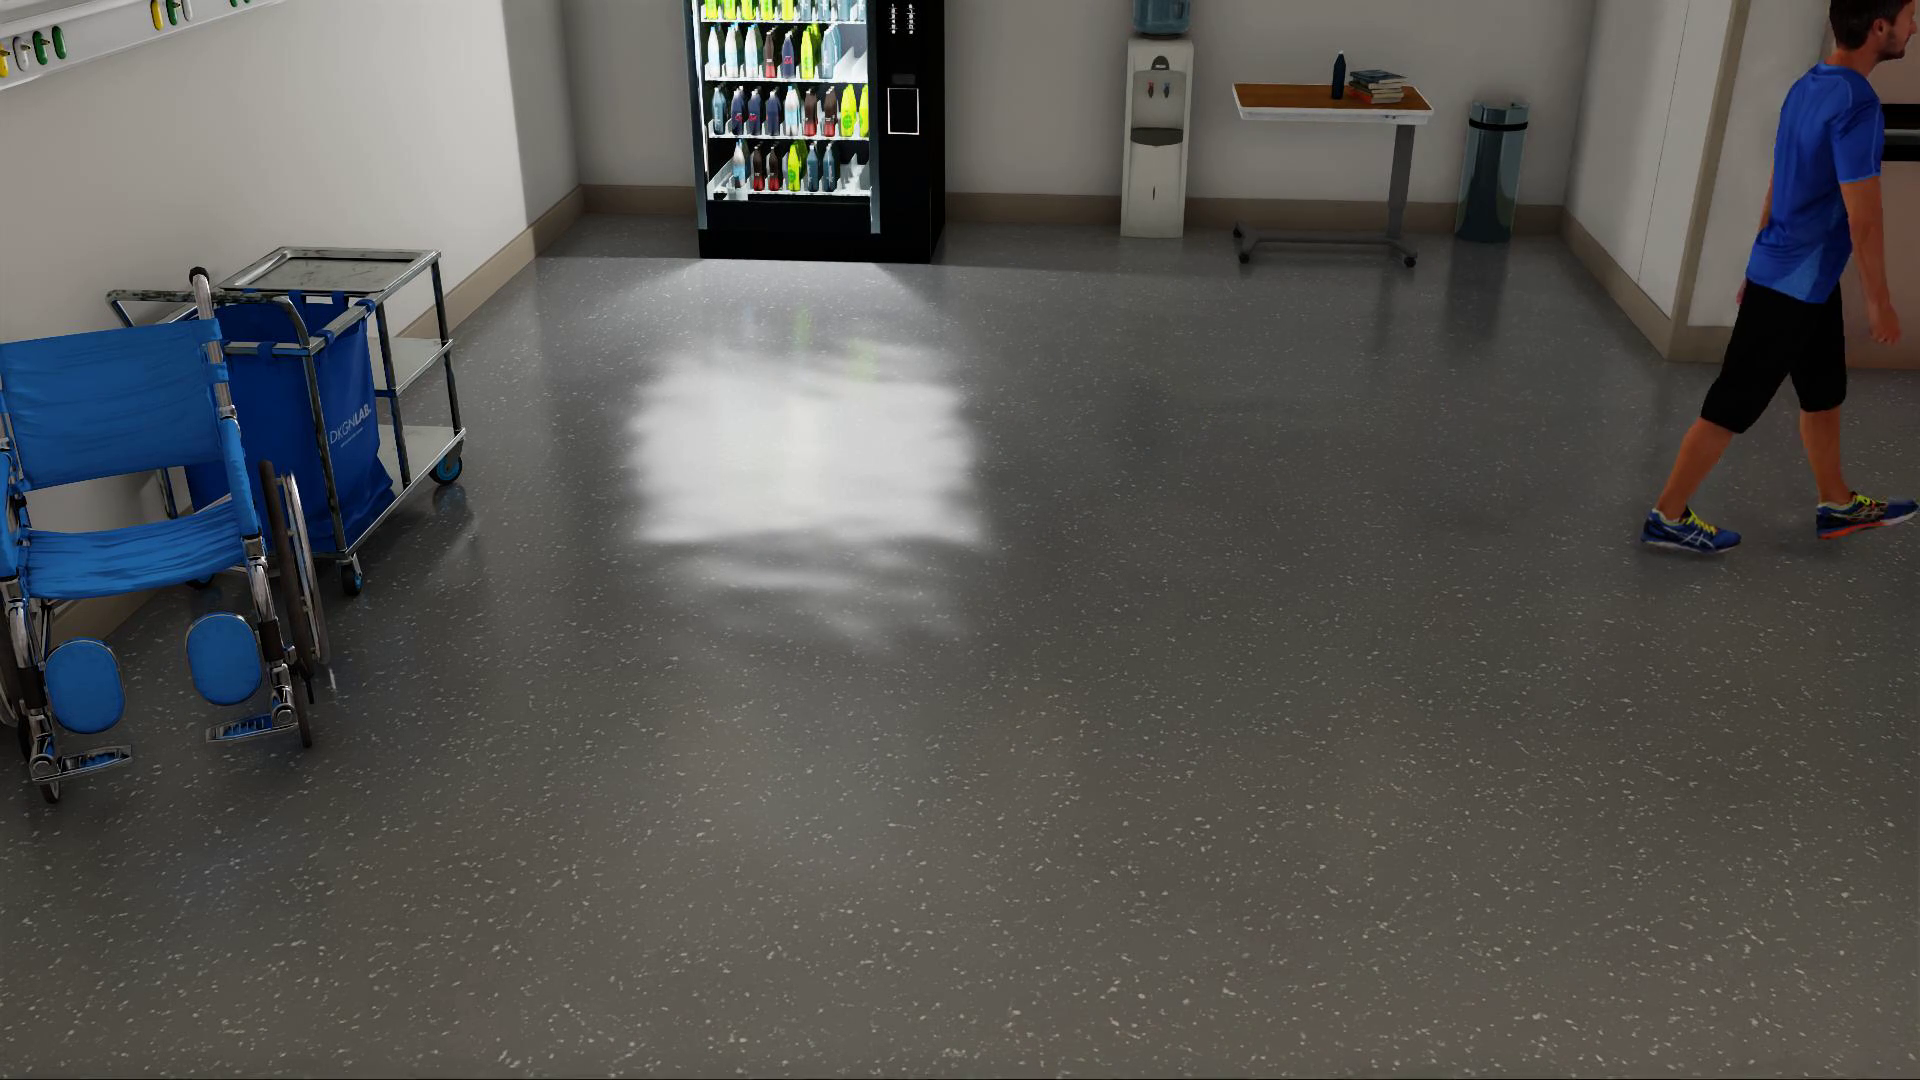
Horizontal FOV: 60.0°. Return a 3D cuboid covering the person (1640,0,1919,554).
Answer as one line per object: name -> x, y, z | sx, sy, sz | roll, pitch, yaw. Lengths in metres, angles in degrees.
person -> 2.492, -0.781, 5.174 | 1.119, 1.830, 0.708 | 6, 26, 12
